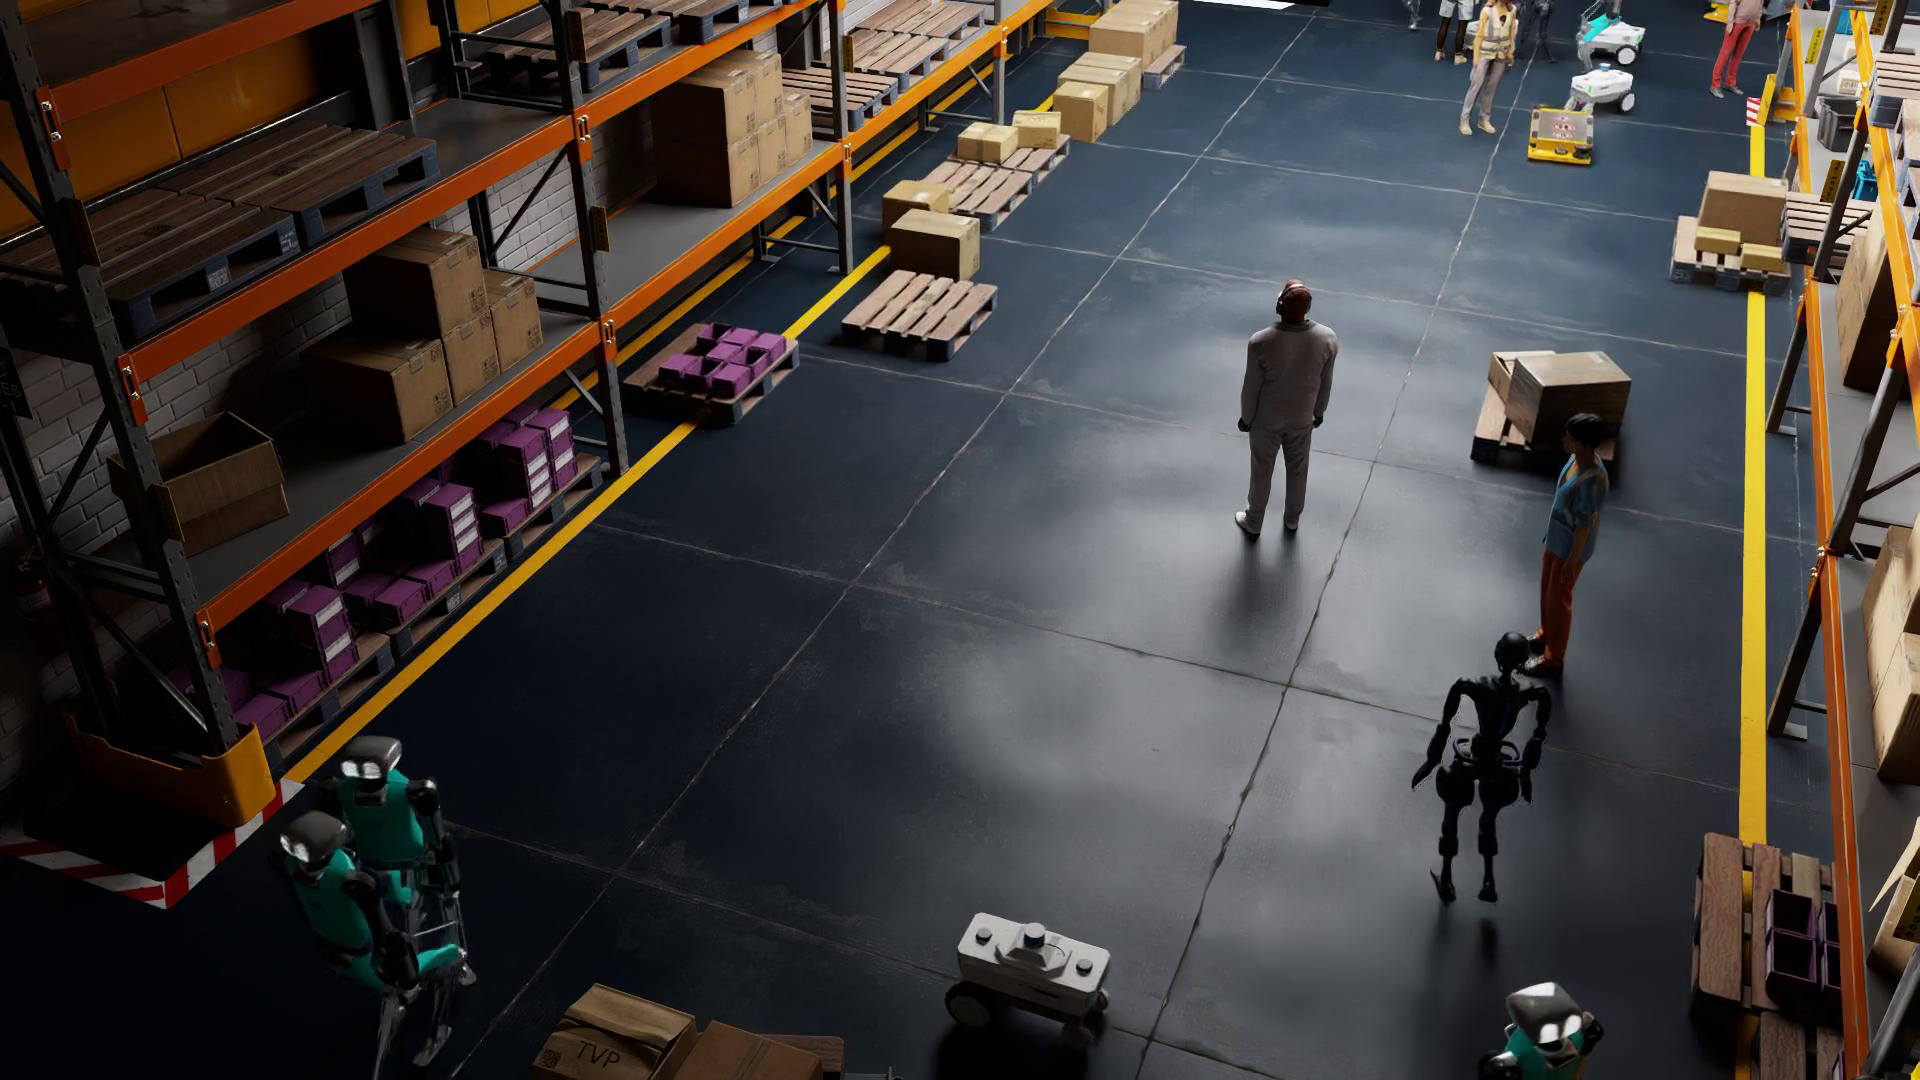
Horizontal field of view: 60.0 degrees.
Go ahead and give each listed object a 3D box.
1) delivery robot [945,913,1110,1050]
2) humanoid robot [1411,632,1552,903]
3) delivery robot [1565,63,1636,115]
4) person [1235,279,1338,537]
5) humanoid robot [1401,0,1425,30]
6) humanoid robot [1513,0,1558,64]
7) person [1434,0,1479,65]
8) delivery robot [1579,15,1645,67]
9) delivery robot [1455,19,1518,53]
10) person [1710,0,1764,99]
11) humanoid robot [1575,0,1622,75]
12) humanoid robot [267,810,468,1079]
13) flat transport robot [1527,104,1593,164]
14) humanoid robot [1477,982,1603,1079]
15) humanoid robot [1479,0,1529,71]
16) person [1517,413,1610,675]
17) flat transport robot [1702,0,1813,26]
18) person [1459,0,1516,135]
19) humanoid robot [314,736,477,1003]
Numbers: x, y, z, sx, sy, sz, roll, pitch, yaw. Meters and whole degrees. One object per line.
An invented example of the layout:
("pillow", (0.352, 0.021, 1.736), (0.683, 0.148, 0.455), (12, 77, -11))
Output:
("delivery robot", (0.334, 2.108, 8.083), (0.815, 0.614, 0.499), (13, 35, 19))
("humanoid robot", (2.639, 1.205, 8.437), (0.612, 1.646, 0.429), (1, 33, 2))
("delivery robot", (7.509, -5.286, 19.501), (0.765, 0.585, 0.499), (-15, 36, -22))
("person", (2.223, -0.901, 11.475), (0.640, 1.913, 0.411), (-6, 33, -9))
("humanoid robot", (6.073, -7.657, 22.095), (0.576, 1.765, 0.874), (25, 41, 33))
("humanoid robot", (7.313, -6.797, 20.842), (0.608, 1.648, 0.608), (0, 33, 1))
("person", (6.277, -6.836, 20.863), (0.534, 1.693, 0.320), (24, 40, 32))
("delivery robot", (8.336, -6.370, 21.194), (0.801, 0.602, 0.499), (16, 36, 23))
("delivery robot", (6.814, -6.506, 21.396), (0.797, 0.593, 0.499), (-20, 38, -27))
("person", (9.300, -6.159, 19.741), (0.523, 1.772, 0.299), (-14, 36, -21))
("humanoid robot", (7.824, -6.497, 20.296), (0.697, 1.787, 0.530), (12, 35, 18))
("humanoid robot", (-2.542, 1.790, 7.495), (0.530, 1.787, 0.794), (13, 35, 20))
("flat transport robot", (6.729, -4.545, 18.625), (0.659, 0.231, 1.431), (10, 34, 15))
("humanoid robot", (2.052, 2.353, 6.680), (0.547, 1.881, 0.672), (-16, 36, -23))
("humanoid robot", (6.802, -6.710, 20.714), (0.583, 1.630, 0.688), (6, 33, 10))
("person", (3.704, 0.022, 10.189), (0.336, 1.758, 0.503), (3, 33, 4))
("flat transport robot", (10.940, -7.323, 22.926), (1.431, 0.231, 0.659), (-25, 40, -33))
("person", (5.950, -5.407, 18.579), (0.472, 1.771, 0.349), (-8, 34, -12))
("humanoid robot", (-2.587, 1.511, 7.913), (0.532, 1.790, 0.794), (-1, 33, -1))
